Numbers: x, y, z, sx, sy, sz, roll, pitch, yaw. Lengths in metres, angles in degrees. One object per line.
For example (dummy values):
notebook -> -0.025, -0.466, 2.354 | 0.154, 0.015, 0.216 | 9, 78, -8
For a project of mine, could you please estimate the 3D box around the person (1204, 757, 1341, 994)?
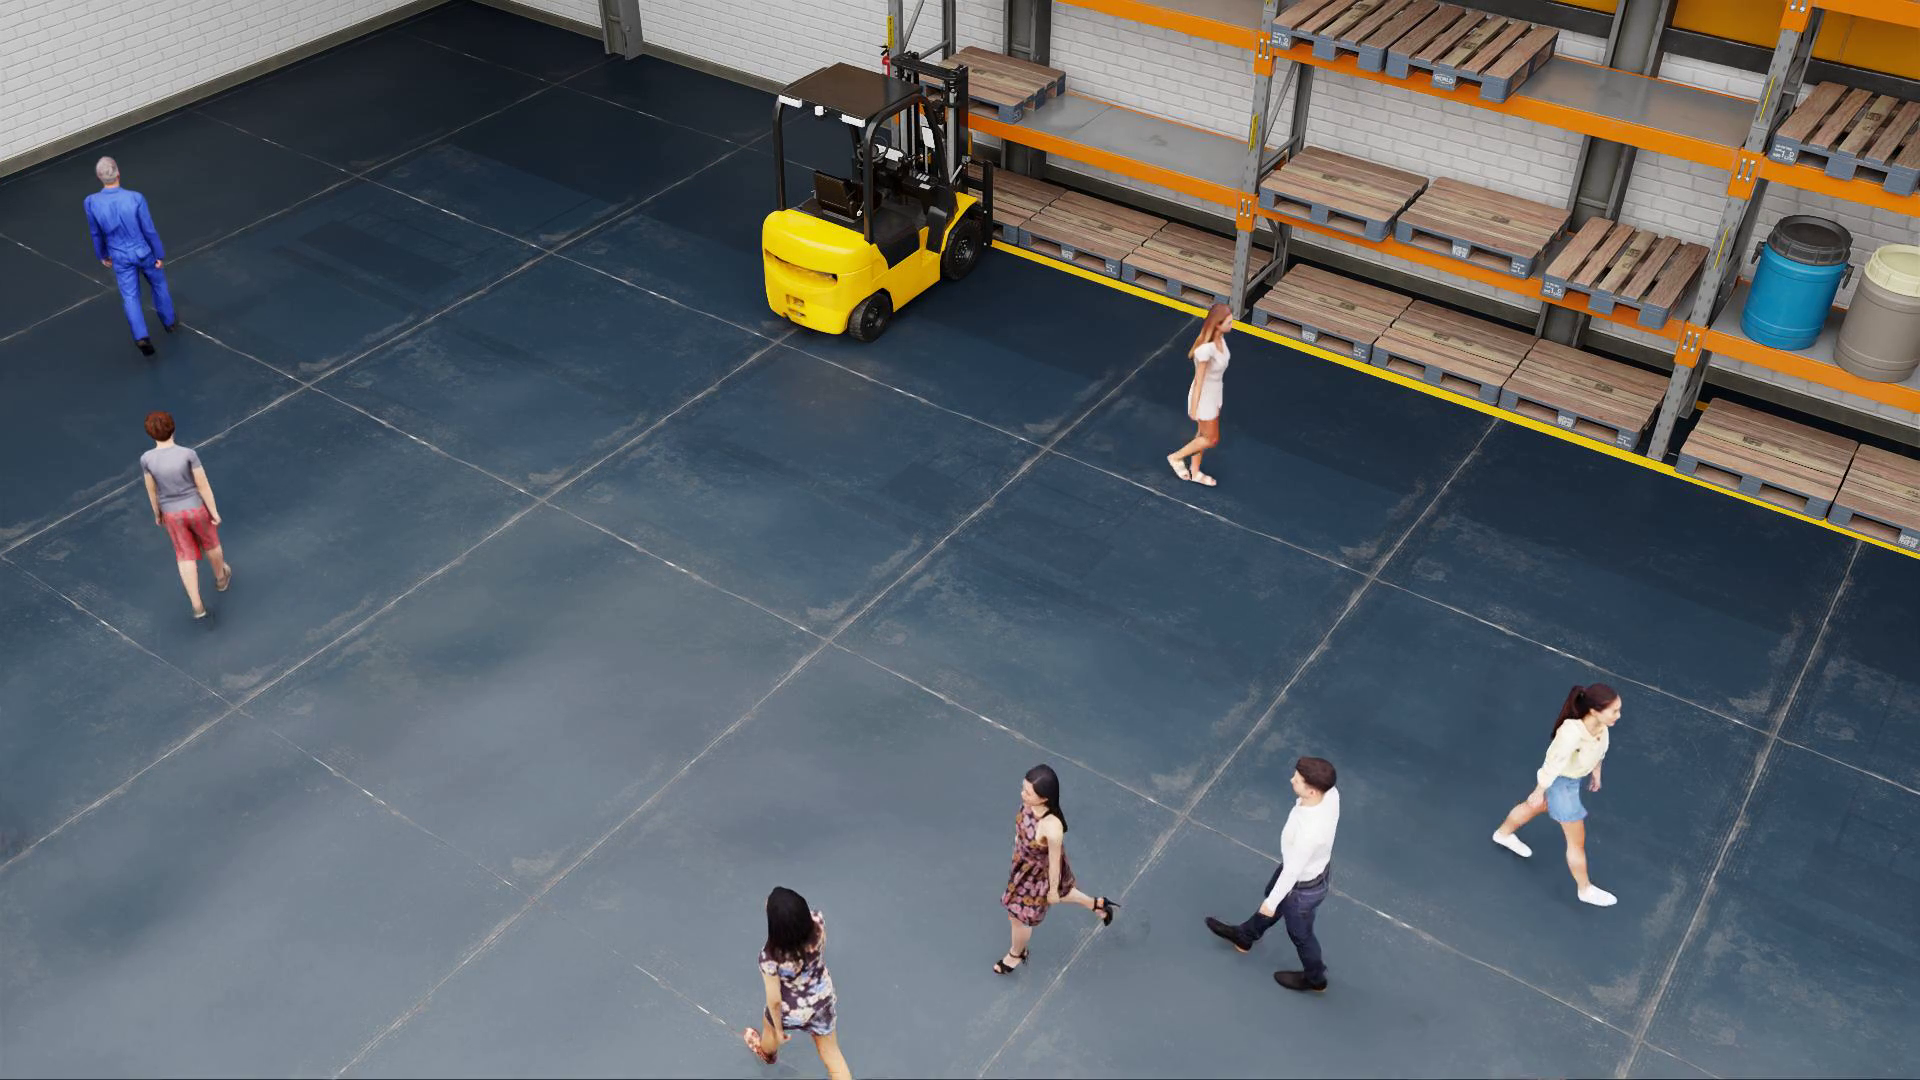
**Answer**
person -> 2.005, 1.932, 9.364 | 1.078, 1.849, 0.773 | 16, 41, 19

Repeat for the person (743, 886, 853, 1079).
person -> -0.776, 2.497, 8.789 | 0.819, 1.684, 1.195 | -28, 46, -30

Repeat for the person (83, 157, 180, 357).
person -> -7.463, -2.516, 14.973 | 1.157, 1.798, 1.254 | -10, 40, -12

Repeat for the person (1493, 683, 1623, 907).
person -> 3.611, 1.451, 10.181 | 1.102, 1.581, 0.713 | 29, 47, 31

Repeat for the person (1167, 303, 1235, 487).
person -> 1.901, -1.174, 13.384 | 0.684, 1.686, 0.620 | 18, 42, 21

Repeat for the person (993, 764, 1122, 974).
person -> 0.527, 1.878, 9.508 | 1.034, 1.753, 1.042 | -10, 40, -12

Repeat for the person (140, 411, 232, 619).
person -> -5.675, -0.156, 12.155 | 0.941, 1.627, 1.037 | -11, 40, -14
